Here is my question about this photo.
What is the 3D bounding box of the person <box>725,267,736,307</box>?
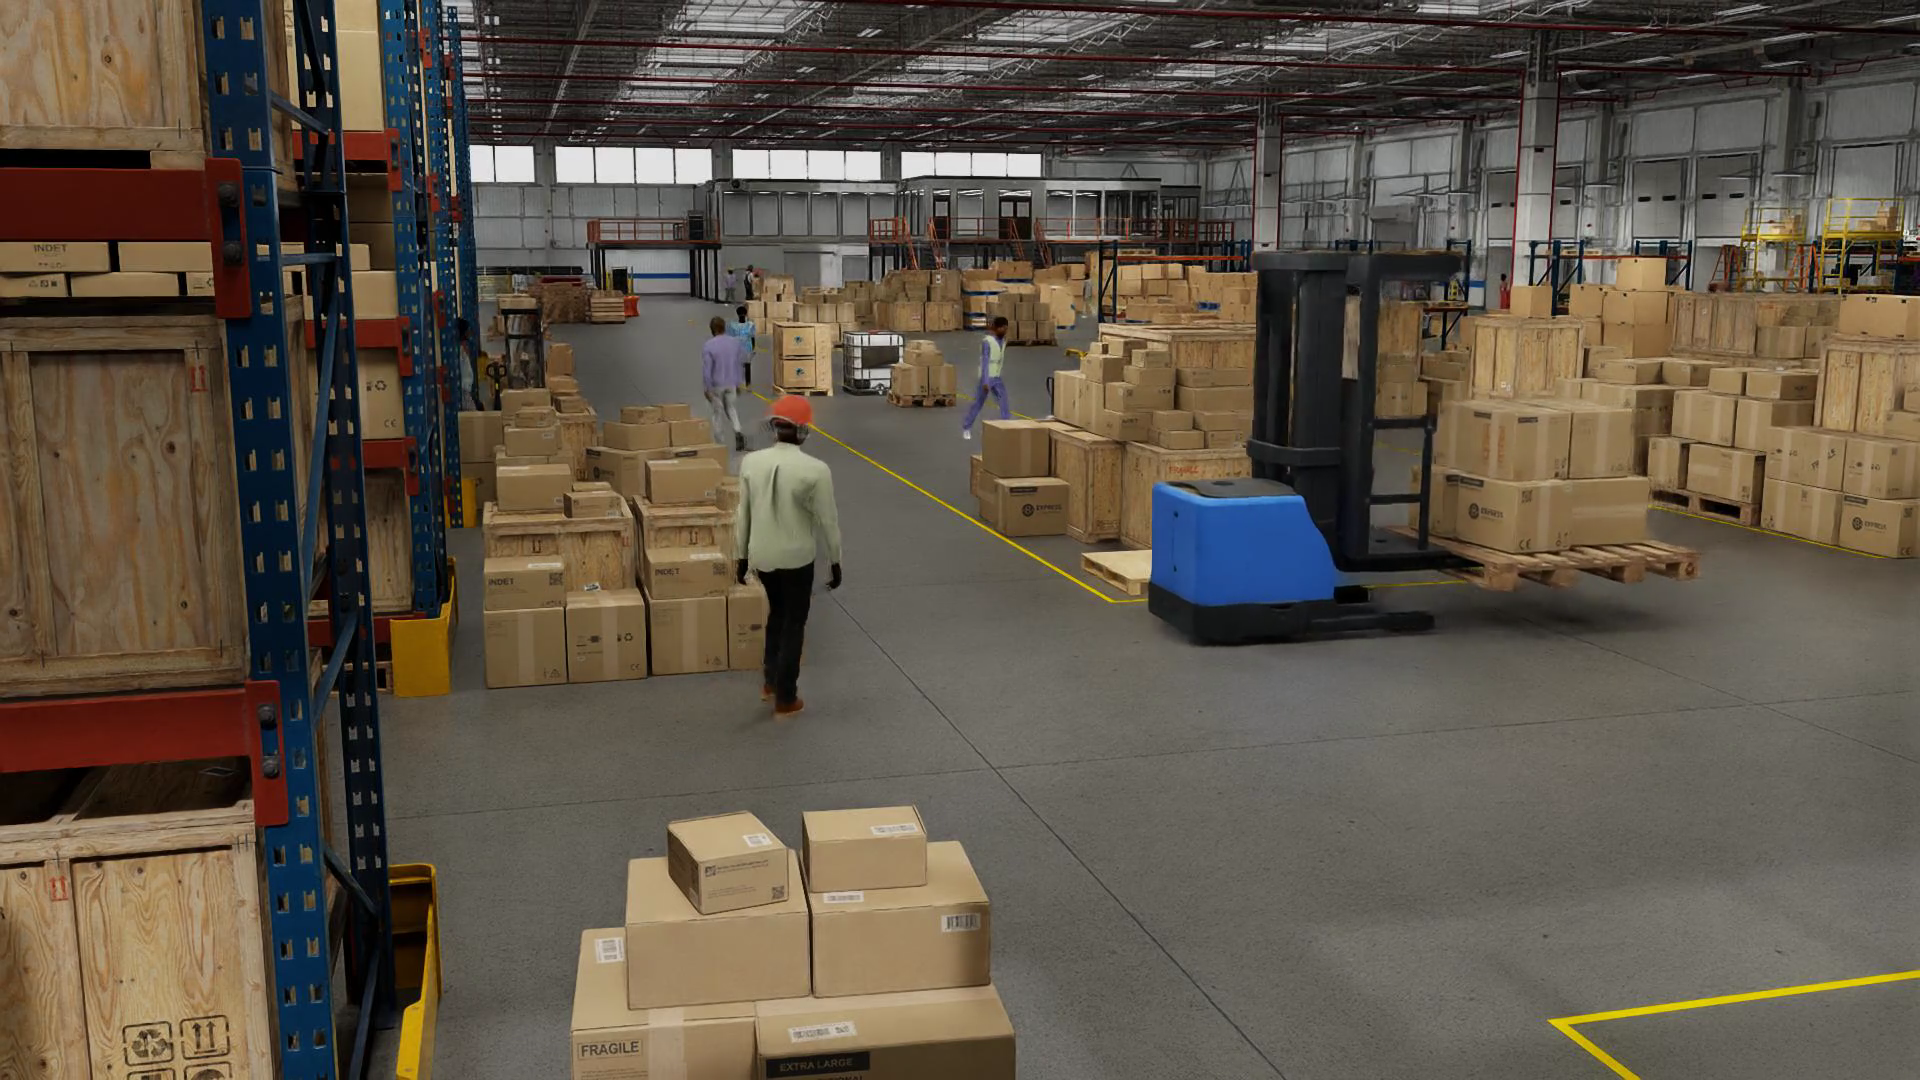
[{"bbox_3d":[-10.961,-12.087,79.354,0.606,1.911,0.660,-5,11,-26],"label":"person"}]

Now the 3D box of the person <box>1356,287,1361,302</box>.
[{"bbox_3d":[19.027,-11.854,78.384,0.940,1.805,0.635,5,11,27],"label":"person"}]

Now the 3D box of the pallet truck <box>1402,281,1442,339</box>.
[{"bbox_3d":[14.620,-7.324,52.145,0.823,1.965,1.885,8,13,40],"label":"pallet truck"}]

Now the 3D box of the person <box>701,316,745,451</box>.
[{"bbox_3d":[-3.245,-2.118,22.881,0.630,1.920,0.562,-7,12,-34],"label":"person"}]

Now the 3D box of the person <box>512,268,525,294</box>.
[{"bbox_3d":[-21.035,-12.052,79.312,0.582,1.861,0.685,-2,10,-10],"label":"person"}]

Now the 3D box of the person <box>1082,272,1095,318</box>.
[{"bbox_3d":[5.125,-9.774,66.441,0.527,1.854,0.718,-5,11,-28],"label":"person"}]

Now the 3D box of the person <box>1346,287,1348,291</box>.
[{"bbox_3d":[17.849,-11.810,77.749,0.594,1.924,0.382,1,10,4],"label":"person"}]

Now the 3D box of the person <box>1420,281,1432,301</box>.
[{"bbox_3d":[21.479,-11.594,76.620,0.584,1.901,0.478,-1,10,-5],"label":"person"}]

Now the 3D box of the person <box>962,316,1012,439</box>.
[{"bbox_3d":[0.477,-2.409,24.739,1.007,1.867,0.655,6,12,31],"label":"person"}]

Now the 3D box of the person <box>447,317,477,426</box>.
[{"bbox_3d":[-6.808,-2.047,22.442,0.937,1.937,0.601,-4,11,-20],"label":"person"}]

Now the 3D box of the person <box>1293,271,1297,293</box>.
[{"bbox_3d":[16.737,-12.721,82.846,0.605,1.948,0.387,2,10,11],"label":"person"}]

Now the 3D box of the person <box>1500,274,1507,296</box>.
[{"bbox_3d":[23.351,-10.582,71.471,0.323,1.688,0.530,0,10,0],"label":"person"}]

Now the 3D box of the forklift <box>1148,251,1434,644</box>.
[{"bbox_3d":[2.462,-0.740,12.362,1.873,2.768,1.129,-3,10,-15],"label":"forklift"}]

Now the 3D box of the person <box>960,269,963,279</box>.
[{"bbox_3d":[0.034,-11.065,73.655,1.036,1.878,0.647,-8,13,-37],"label":"person"}]

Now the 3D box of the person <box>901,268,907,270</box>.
[{"bbox_3d":[-2.174,-9.565,64.704,0.615,2.043,0.373,8,13,39],"label":"person"}]

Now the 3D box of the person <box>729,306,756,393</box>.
[{"bbox_3d":[-4.279,-3.743,32.719,0.539,1.695,0.318,-3,10,-16],"label":"person"}]

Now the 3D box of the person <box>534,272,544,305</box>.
[{"bbox_3d":[-19.473,-11.580,77.060,0.918,1.692,0.584,9,13,40],"label":"person"}]

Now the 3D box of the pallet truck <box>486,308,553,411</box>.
[{"bbox_3d":[-6.242,-2.418,24.362,0.823,1.965,1.885,1,10,3],"label":"pallet truck"}]

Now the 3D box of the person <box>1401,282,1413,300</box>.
[{"bbox_3d":[20.183,-11.267,75.141,0.558,1.751,0.360,6,12,32],"label":"person"}]

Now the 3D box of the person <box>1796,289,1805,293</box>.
[{"bbox_3d":[18.193,-4.462,36.106,0.635,1.936,0.354,1,10,3],"label":"person"}]

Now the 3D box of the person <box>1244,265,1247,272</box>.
[{"bbox_3d":[13.512,-12.031,78.807,0.375,1.995,0.609,0,10,0],"label":"person"}]

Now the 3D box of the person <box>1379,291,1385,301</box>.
[{"bbox_3d":[12.171,-6.694,49.084,0.625,1.821,0.627,-6,12,-31],"label":"person"}]

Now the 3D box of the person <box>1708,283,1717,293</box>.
[{"bbox_3d":[20.666,-6.149,45.871,0.595,1.858,0.732,-4,11,-20],"label":"person"}]

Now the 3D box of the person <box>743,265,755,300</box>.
[{"bbox_3d":[-9.573,-11.602,76.249,0.689,2.000,0.537,10,14,43],"label":"person"}]

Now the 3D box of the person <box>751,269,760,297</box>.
[{"bbox_3d":[-8.540,-10.432,69.947,0.575,1.924,0.414,3,11,18],"label":"person"}]

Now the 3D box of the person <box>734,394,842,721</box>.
[{"bbox_3d":[-1.027,0.101,10.150,0.657,1.974,0.552,4,11,22],"label":"person"}]
